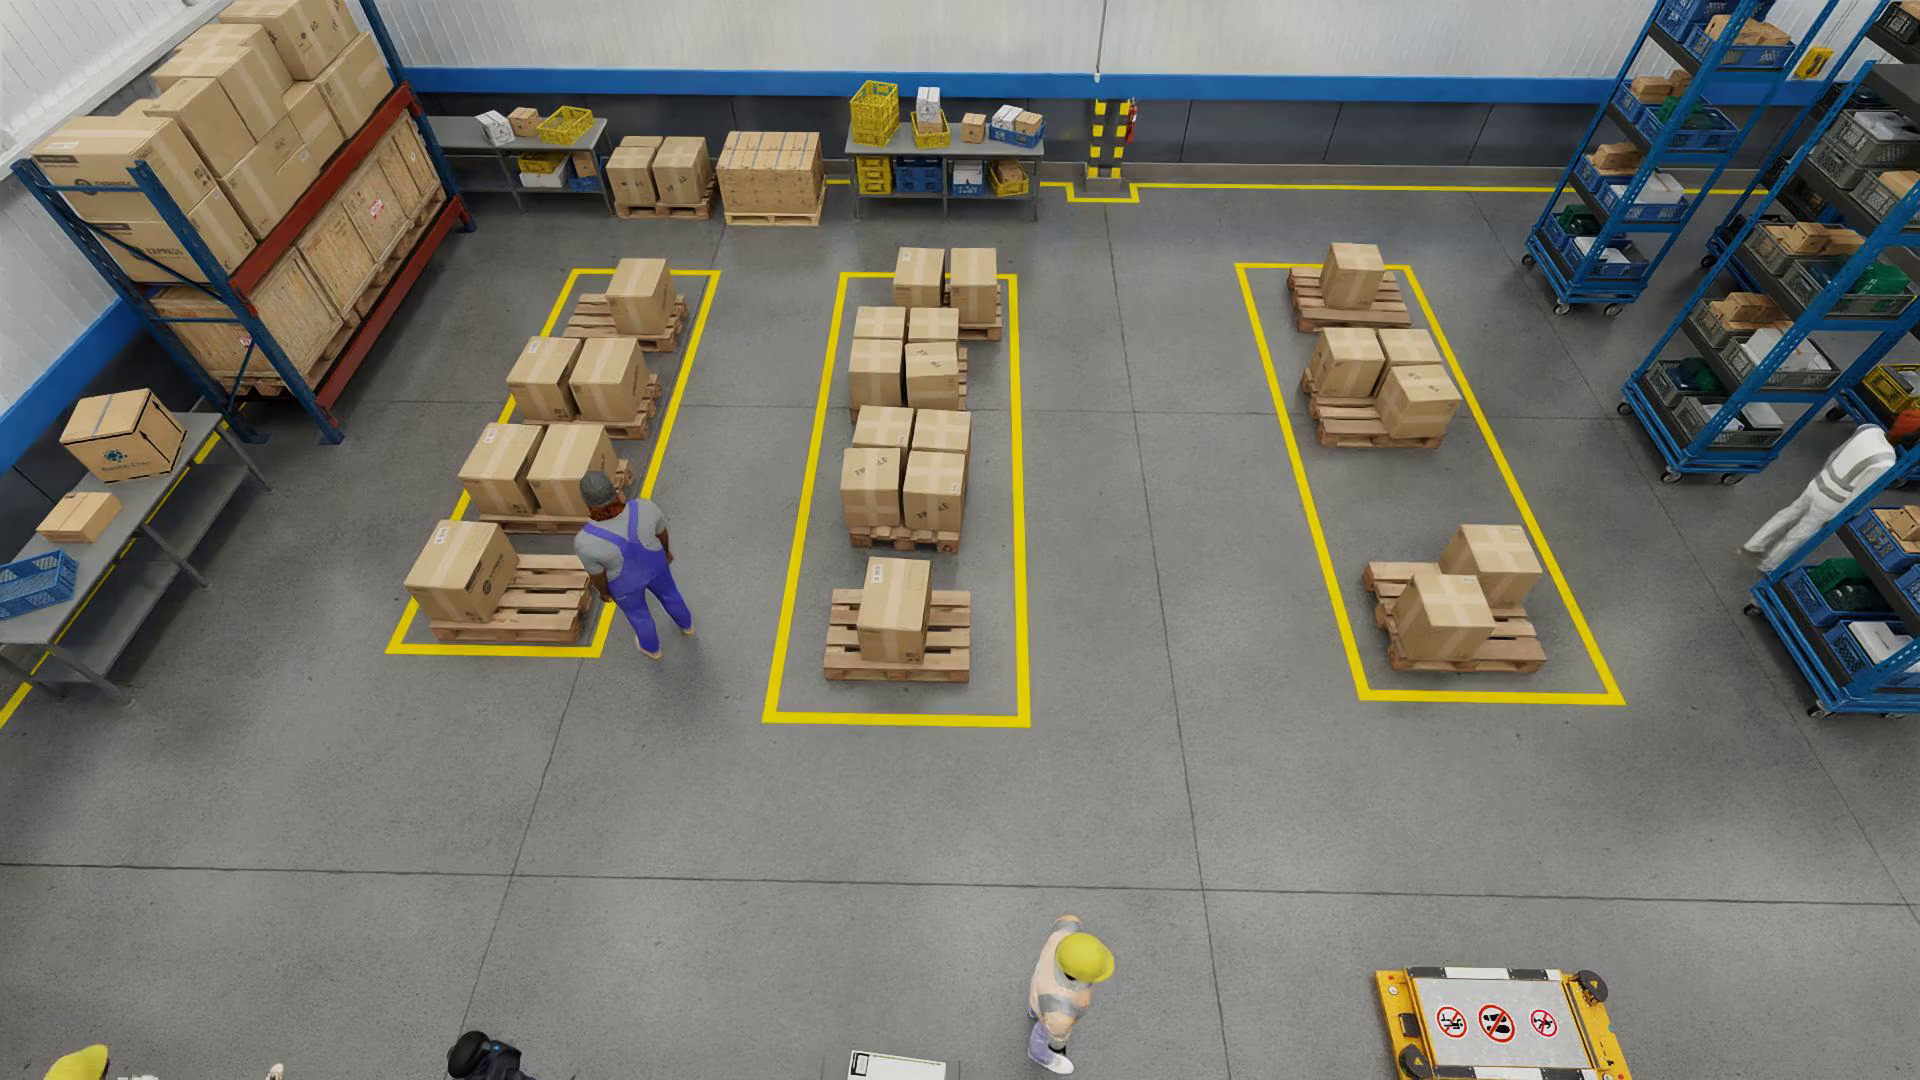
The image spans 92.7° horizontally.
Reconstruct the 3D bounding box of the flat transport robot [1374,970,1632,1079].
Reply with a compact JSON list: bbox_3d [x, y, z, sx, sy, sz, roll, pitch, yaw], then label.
[{"bbox_3d":[3.501,3.133,5.914,1.431,0.197,0.652,1,51,1],"label":"flat transport robot"}]

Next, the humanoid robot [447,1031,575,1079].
[{"bbox_3d":[-2.431,3.055,5.086,0.577,1.651,0.330,15,52,12],"label":"humanoid robot"}]

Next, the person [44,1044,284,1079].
[{"bbox_3d":[-4.309,3.196,4.939,0.530,1.725,0.865,0,51,0],"label":"person"}]

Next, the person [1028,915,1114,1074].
[{"bbox_3d":[0.594,2.621,5.280,0.383,1.927,0.587,7,51,5],"label":"person"}]

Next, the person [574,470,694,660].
[{"bbox_3d":[-2.590,0.190,7.189,0.682,2.000,0.536,-37,60,-26],"label":"person"}]

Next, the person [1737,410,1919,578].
[{"bbox_3d":[7.366,-0.370,7.747,0.351,1.882,0.581,13,52,10],"label":"person"}]
